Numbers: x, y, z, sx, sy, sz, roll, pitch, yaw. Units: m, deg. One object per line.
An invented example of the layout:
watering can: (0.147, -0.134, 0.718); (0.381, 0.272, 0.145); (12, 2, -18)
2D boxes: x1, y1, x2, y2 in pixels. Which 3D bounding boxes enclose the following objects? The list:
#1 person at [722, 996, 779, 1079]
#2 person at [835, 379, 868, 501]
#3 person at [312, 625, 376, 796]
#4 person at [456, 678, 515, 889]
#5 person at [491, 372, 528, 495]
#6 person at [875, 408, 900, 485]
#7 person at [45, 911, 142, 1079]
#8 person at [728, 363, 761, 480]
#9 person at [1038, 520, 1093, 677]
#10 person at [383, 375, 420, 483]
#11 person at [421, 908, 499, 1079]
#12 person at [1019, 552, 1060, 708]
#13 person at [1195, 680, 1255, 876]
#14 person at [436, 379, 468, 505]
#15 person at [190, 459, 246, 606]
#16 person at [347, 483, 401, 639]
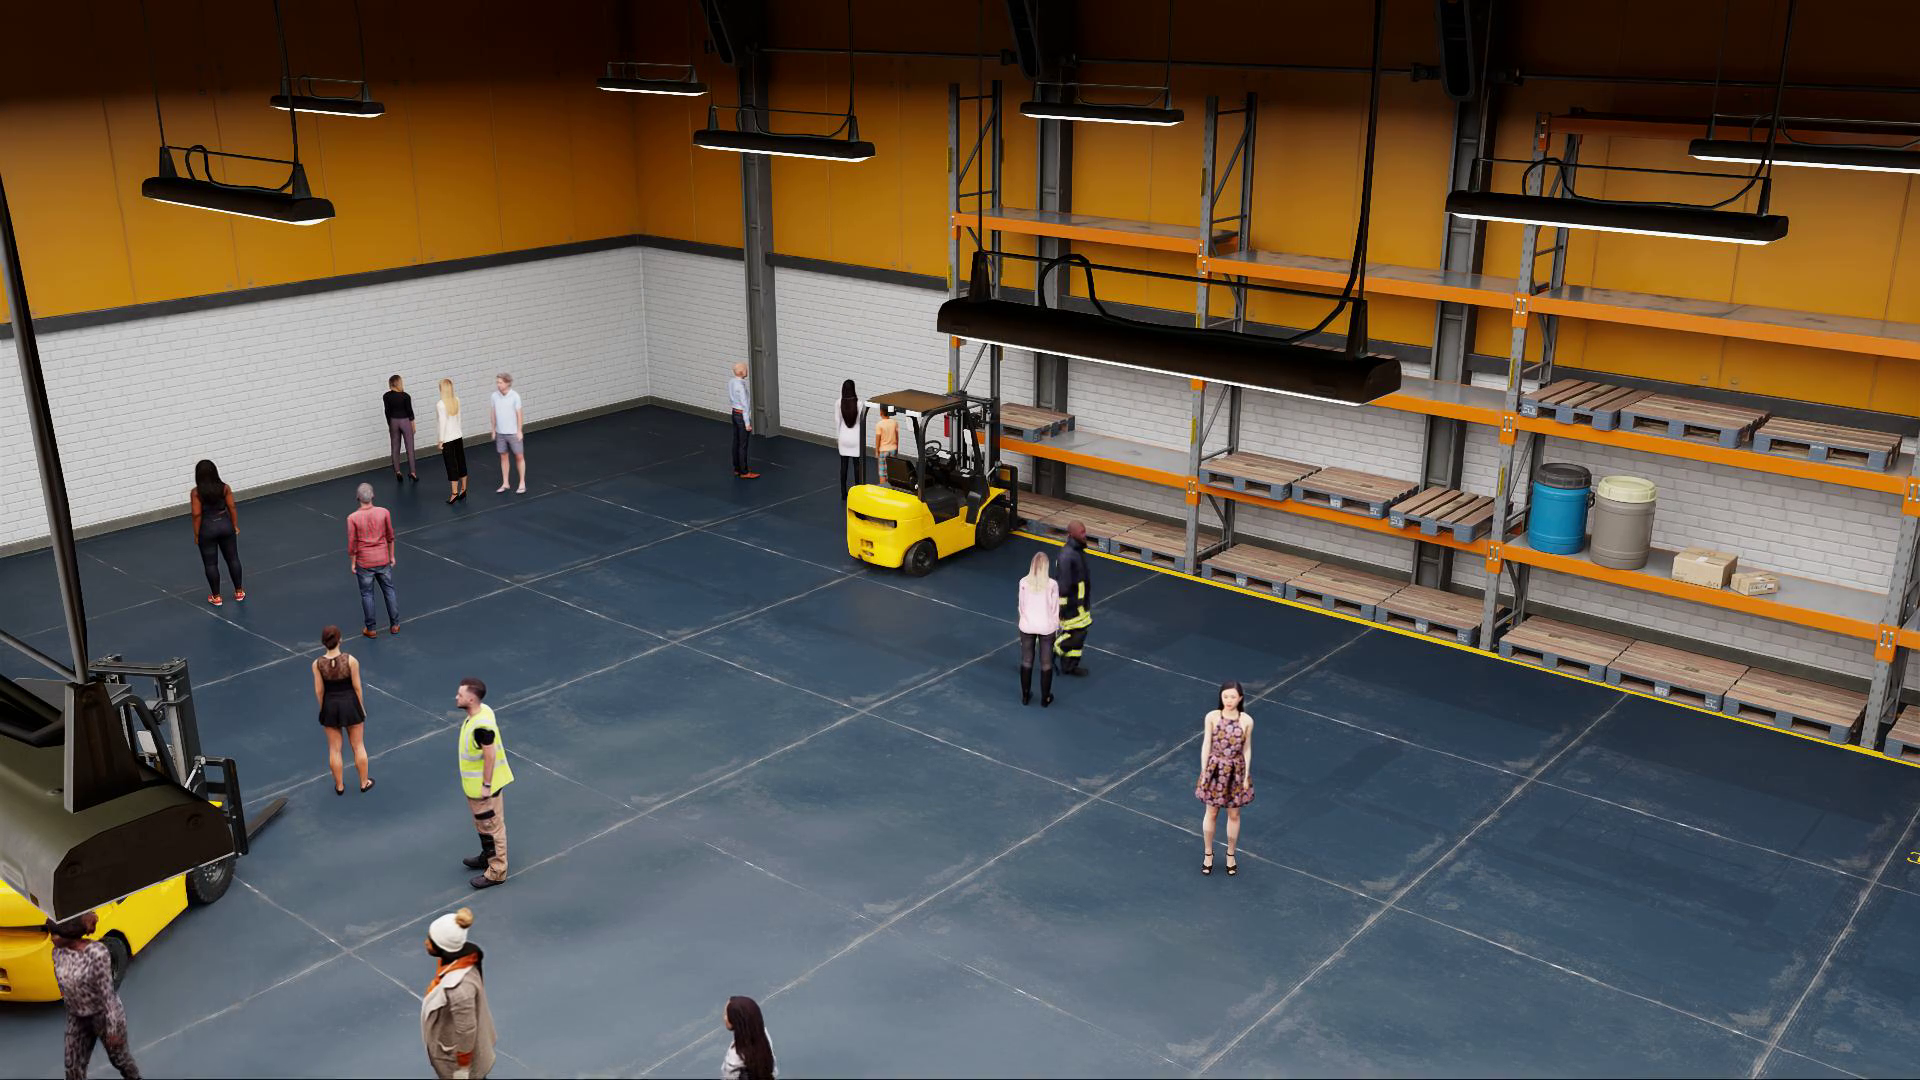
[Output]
person: (-1.166, 3.493, 9.984); (1.062, 1.595, 0.848); (5, 19, 16)
person: (-1.615, -1.473, 24.399); (0.627, 1.808, 0.751); (4, 19, 11)
person: (-5.788, 1.578, 15.546); (0.682, 1.674, 0.730); (-3, 19, -10)
person: (-4.028, 2.010, 13.996); (0.900, 1.846, 0.814); (-7, 20, -19)
person: (-6.711, -1.616, 24.787); (0.666, 1.831, 0.793); (4, 19, 12)
person: (-1.061, -1.303, 24.445); (0.577, 1.455, 0.579); (-10, 21, -28)
person: (-5.623, 3.126, 10.954); (1.077, 1.671, 0.990); (3, 19, 9)
person: (-3.355, -1.842, 25.518); (0.774, 1.791, 0.623); (-11, 21, -29)
person: (1.139, 0.629, 18.149); (0.968, 1.811, 0.885); (7, 20, 21)
person: (-8.495, -1.691, 25.261); (0.644, 1.671, 0.733); (1, 19, 3)
person: (-3.121, 3.155, 10.531); (0.885, 1.887, 0.805); (-4, 19, -13)
person: (0.812, 0.930, 17.453); (0.619, 1.686, 0.732); (5, 19, 13)
person: (2.250, 2.013, 14.097); (0.781, 1.774, 0.858); (2, 19, 6)
person: (-7.411, -1.442, 24.224); (0.624, 1.859, 0.666); (7, 20, 21)
person: (-9.109, -0.112, 20.344); (0.735, 1.815, 0.692); (-13, 23, -35)
person: (-6.817, 0.226, 19.316); (0.744, 1.831, 0.650); (-12, 22, -32)
